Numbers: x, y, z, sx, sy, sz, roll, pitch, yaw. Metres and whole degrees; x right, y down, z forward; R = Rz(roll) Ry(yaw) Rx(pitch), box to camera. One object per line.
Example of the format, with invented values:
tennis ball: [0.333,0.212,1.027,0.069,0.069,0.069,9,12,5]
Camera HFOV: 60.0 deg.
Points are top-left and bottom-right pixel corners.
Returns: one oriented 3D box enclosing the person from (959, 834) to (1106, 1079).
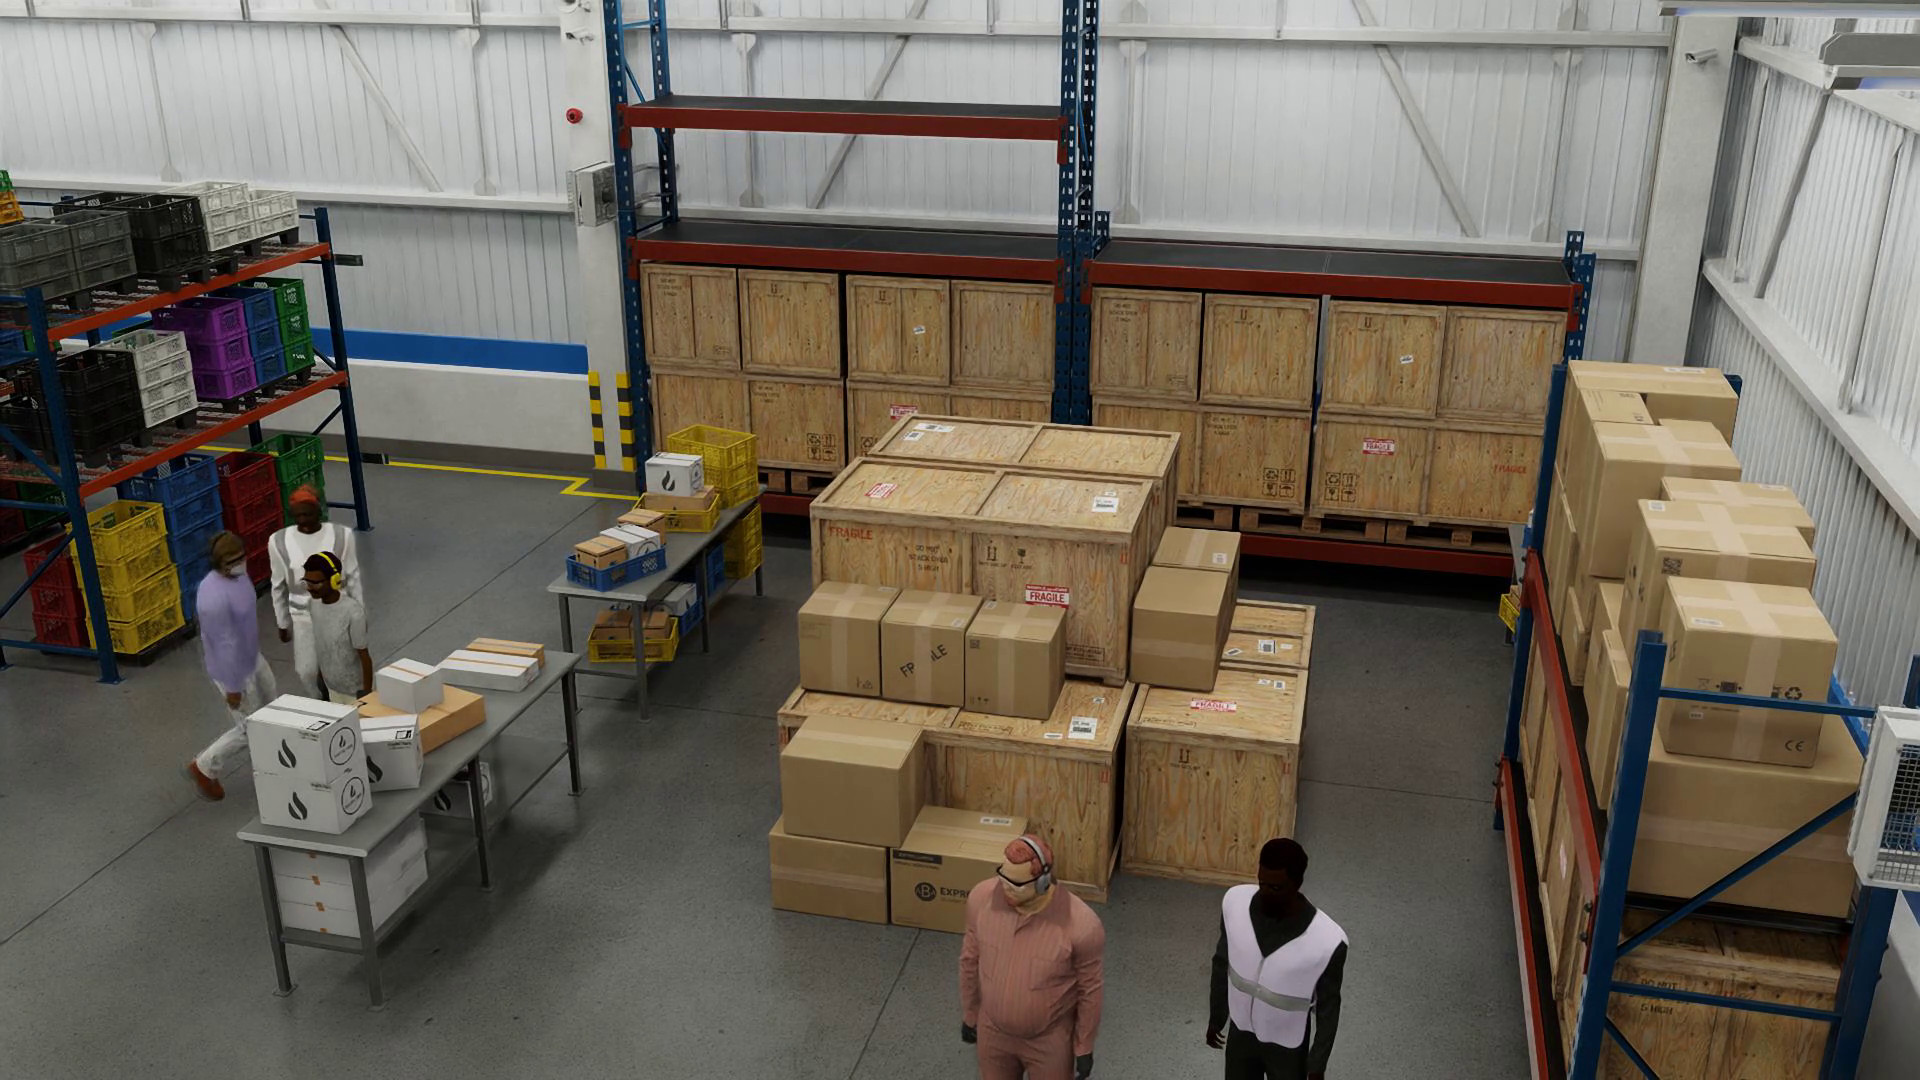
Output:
person: [0.283,2.118,7.197,0.644,1.905,0.400,10,23,24]

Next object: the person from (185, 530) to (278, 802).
person: [-4.601,0.825,10.563,0.698,1.916,0.661,-3,21,-7]

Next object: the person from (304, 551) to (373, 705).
person: [-3.829,0.934,10.361,0.510,1.862,0.322,13,24,30]

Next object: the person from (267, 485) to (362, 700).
person: [-4.390,0.523,11.411,0.579,1.878,0.429,-5,22,-13]

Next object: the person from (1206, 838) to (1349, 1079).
person: [1.341,2.122,7.166,0.593,1.920,0.391,15,26,35]
